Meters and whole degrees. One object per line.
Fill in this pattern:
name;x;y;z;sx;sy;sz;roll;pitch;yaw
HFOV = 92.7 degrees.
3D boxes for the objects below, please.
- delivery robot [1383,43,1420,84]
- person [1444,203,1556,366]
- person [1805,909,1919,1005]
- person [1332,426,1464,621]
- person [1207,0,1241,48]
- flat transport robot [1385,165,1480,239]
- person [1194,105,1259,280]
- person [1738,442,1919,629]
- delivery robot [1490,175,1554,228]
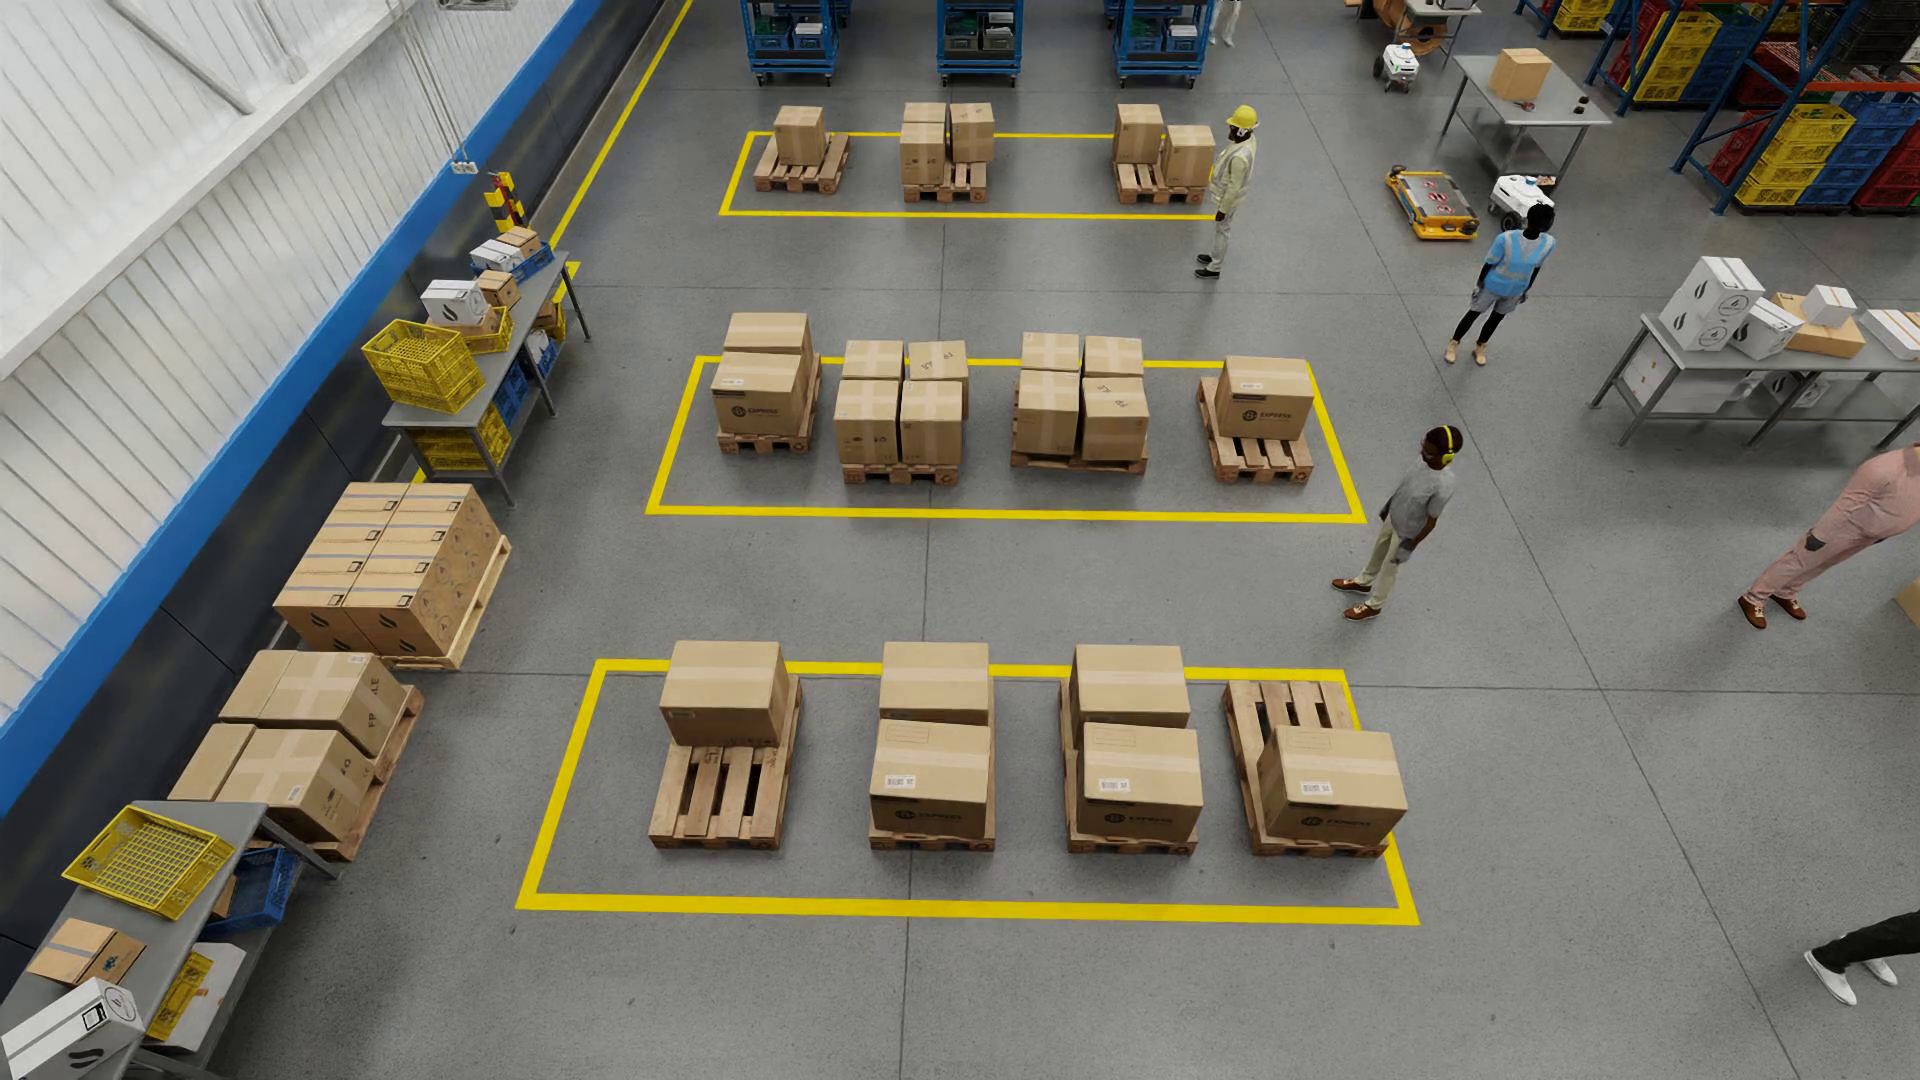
delivery robot;6.376;-6.917;13.256;0.477;0.478;0.707;3;49;2
person;5.118;-2.384;8.641;0.540;1.695;0.317;6;49;5
person;5.299;1.935;4.768;0.585;1.910;0.388;-13;50;-11
person;3.145;-0.107;6.563;0.329;1.865;0.507;0;49;0
person;4.078;-8.318;13.827;0.534;1.617;0.628;-17;51;-14
flat transport robot;5.692;-4.094;11.059;0.652;0.197;1.431;1;49;1
person;2.803;-3.629;9.631;0.403;1.833;0.591;13;50;11
person;6.366;-0.078;6.506;0.641;1.913;0.407;-10;50;-8
delivery robot;6.589;-4.011;10.741;0.477;0.478;0.707;-9;50;-8
